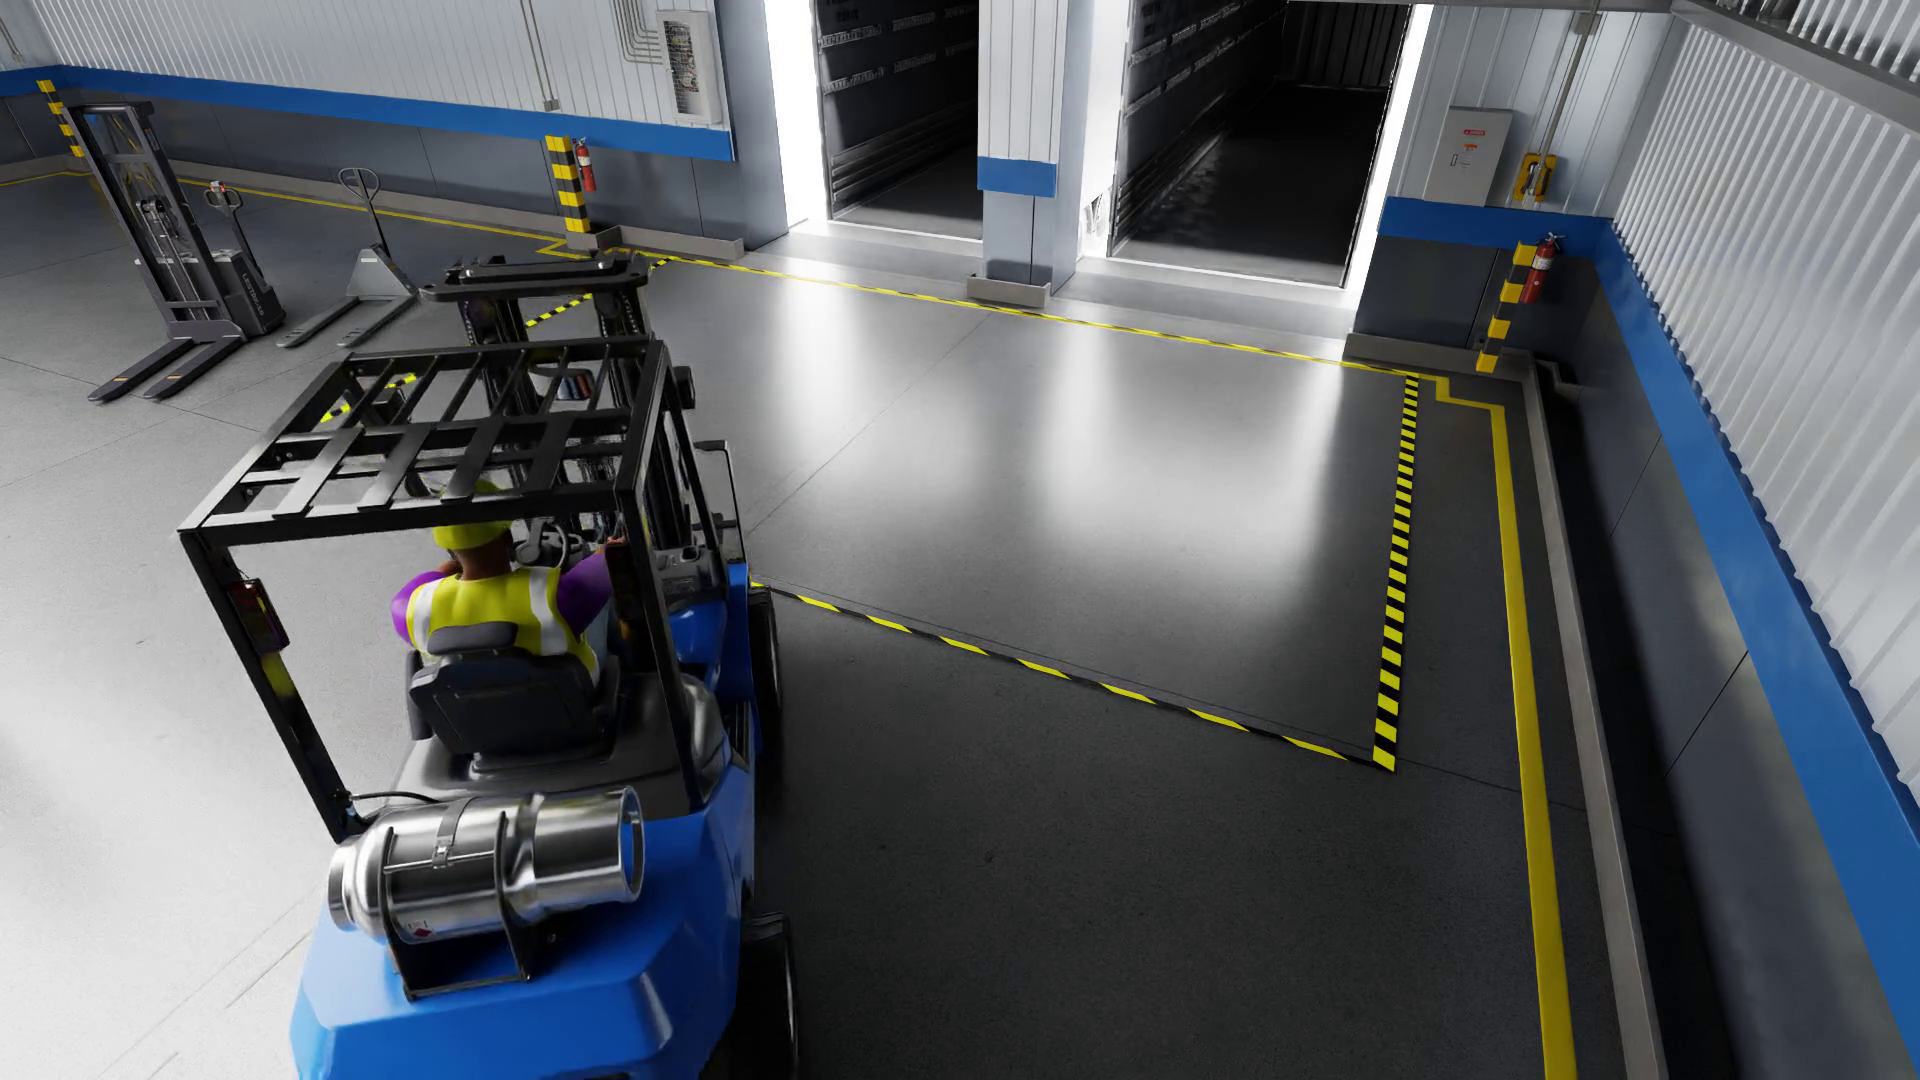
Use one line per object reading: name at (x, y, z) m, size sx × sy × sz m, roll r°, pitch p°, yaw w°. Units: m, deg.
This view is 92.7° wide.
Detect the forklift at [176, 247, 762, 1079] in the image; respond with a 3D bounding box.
forklift at (-1.387, 0.376, 3.172) m, size 1.157 × 2.036 × 2.680 m, roll -6°, pitch 35°, yaw -8°

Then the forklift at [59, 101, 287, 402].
forklift at (-6.686, -2.387, 7.434) m, size 0.823 × 1.965 × 1.885 m, roll -3°, pitch 35°, yaw -5°

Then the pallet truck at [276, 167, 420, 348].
pallet truck at (-5.732, -2.611, 8.414) m, size 0.680 × 1.201 × 1.601 m, roll -1°, pitch 35°, yaw -1°

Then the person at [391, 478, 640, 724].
person at (-1.389, 0.192, 3.109) m, size 0.635 × 1.293 × 0.990 m, roll -6°, pitch 35°, yaw -8°
